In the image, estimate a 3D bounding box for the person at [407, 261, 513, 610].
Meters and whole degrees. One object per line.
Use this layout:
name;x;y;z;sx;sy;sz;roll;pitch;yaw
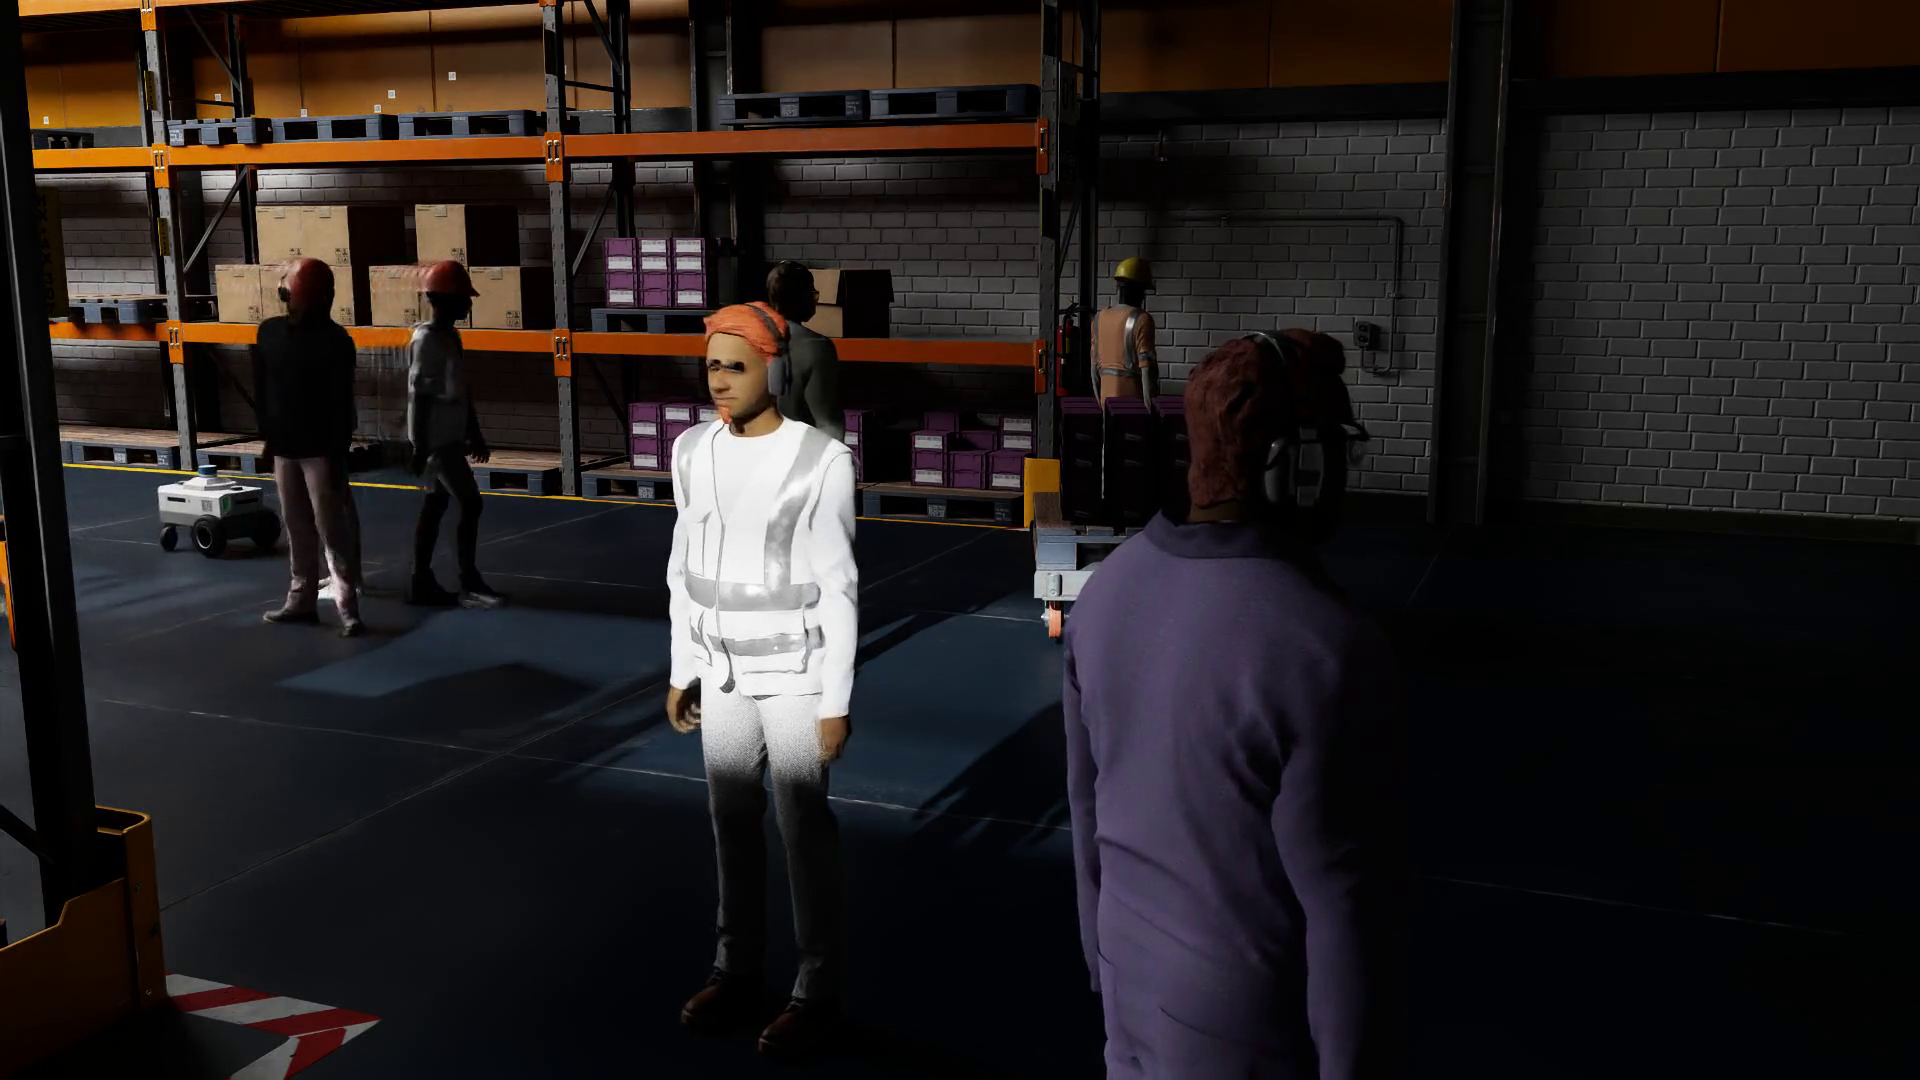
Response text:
person;-2.756;-0.567;9.166;0.741;1.908;0.556;-1;10;-6

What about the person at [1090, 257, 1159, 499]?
person;1.110;-0.897;10.999;0.375;1.919;0.584;-8;13;-36

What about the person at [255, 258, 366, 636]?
person;-3.406;-0.468;8.563;0.759;1.949;0.384;5;11;25

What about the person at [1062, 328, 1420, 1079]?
person;0.405;0.666;2.323;0.401;1.910;0.642;-5;11;-25

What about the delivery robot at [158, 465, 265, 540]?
delivery robot;-4.923;-0.250;10.932;0.707;0.478;0.477;6;12;28

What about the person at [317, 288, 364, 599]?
person;-3.607;-0.598;9.485;0.328;1.865;0.520;-3;11;-16

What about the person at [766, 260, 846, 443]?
person;-0.767;-0.291;7.562;0.635;1.938;0.361;8;13;36

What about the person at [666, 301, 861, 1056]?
person;-0.499;0.345;4.196;0.579;1.878;0.345;7;12;34
